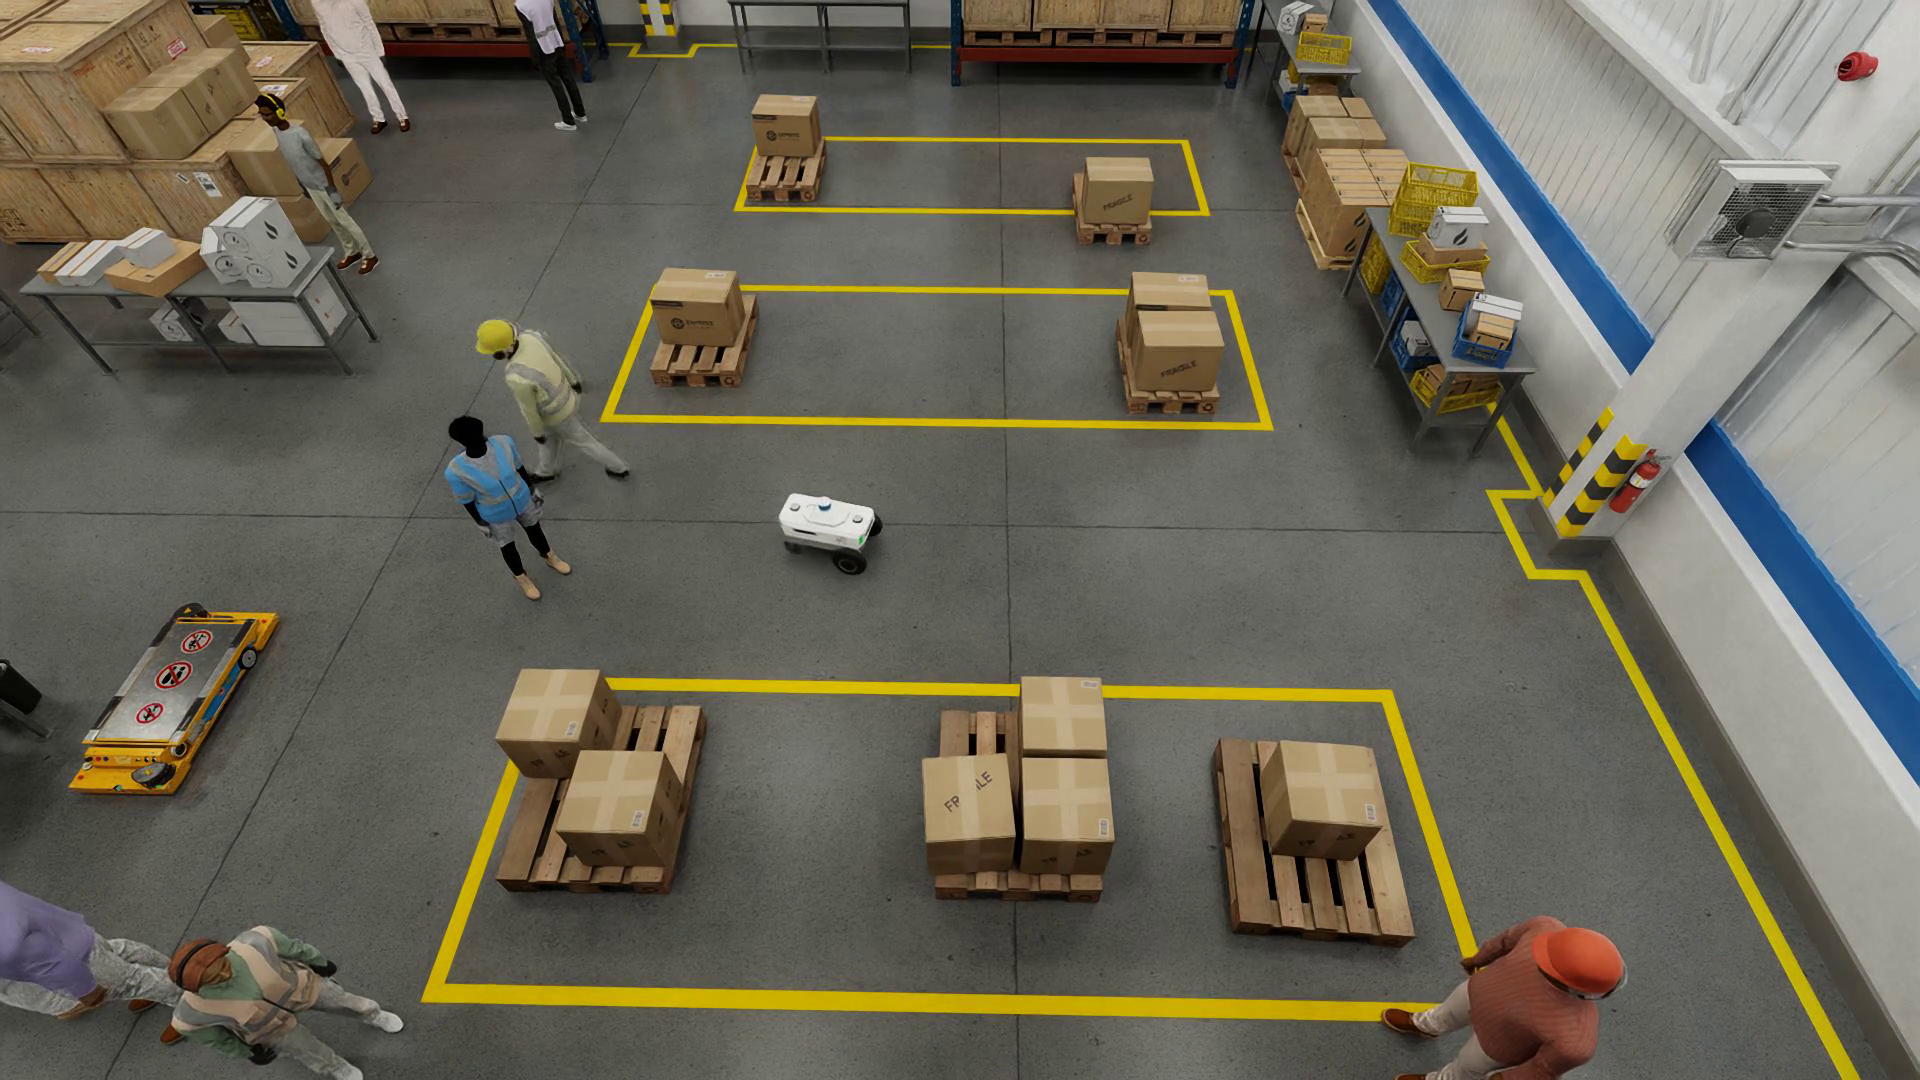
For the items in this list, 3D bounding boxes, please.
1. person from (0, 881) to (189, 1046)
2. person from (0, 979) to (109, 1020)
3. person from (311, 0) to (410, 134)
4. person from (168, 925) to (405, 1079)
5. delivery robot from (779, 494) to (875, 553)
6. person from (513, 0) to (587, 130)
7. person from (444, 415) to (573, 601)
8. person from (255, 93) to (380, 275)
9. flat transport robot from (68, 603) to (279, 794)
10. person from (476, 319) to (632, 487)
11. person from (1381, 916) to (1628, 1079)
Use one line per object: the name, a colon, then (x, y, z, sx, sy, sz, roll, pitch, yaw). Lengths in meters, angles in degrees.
person: (-4.462, 2.051, 4.529, 0.635, 1.937, 0.354, 27, 55, 21)
person: (-5.128, 1.986, 4.646, 0.636, 1.842, 0.429, 37, 59, 27)
person: (-7.504, -6.070, 11.422, 0.648, 1.907, 0.409, -5, 50, -4)
person: (-3.326, 2.297, 4.522, 0.311, 1.633, 0.517, 18, 52, 15)
delivery robot: (-1.047, -0.142, 7.225, 0.707, 0.478, 0.477, 11, 51, 9)
person: (-5.155, -6.154, 11.485, 0.372, 1.916, 0.597, 17, 52, 14)
person: (-3.279, -0.244, 6.627, 0.319, 1.697, 0.532, 28, 55, 22)
person: (-6.565, -3.601, 9.356, 0.514, 1.873, 0.329, 18, 52, 15)
flat transport robot: (-5.504, 1.072, 6.442, 0.652, 0.197, 1.431, 1, 50, 1)
person: (-3.270, -1.080, 7.294, 0.921, 1.759, 0.643, -7, 50, -6)
person: (2.522, 2.245, 4.328, 0.395, 1.993, 0.616, 6, 50, 5)
